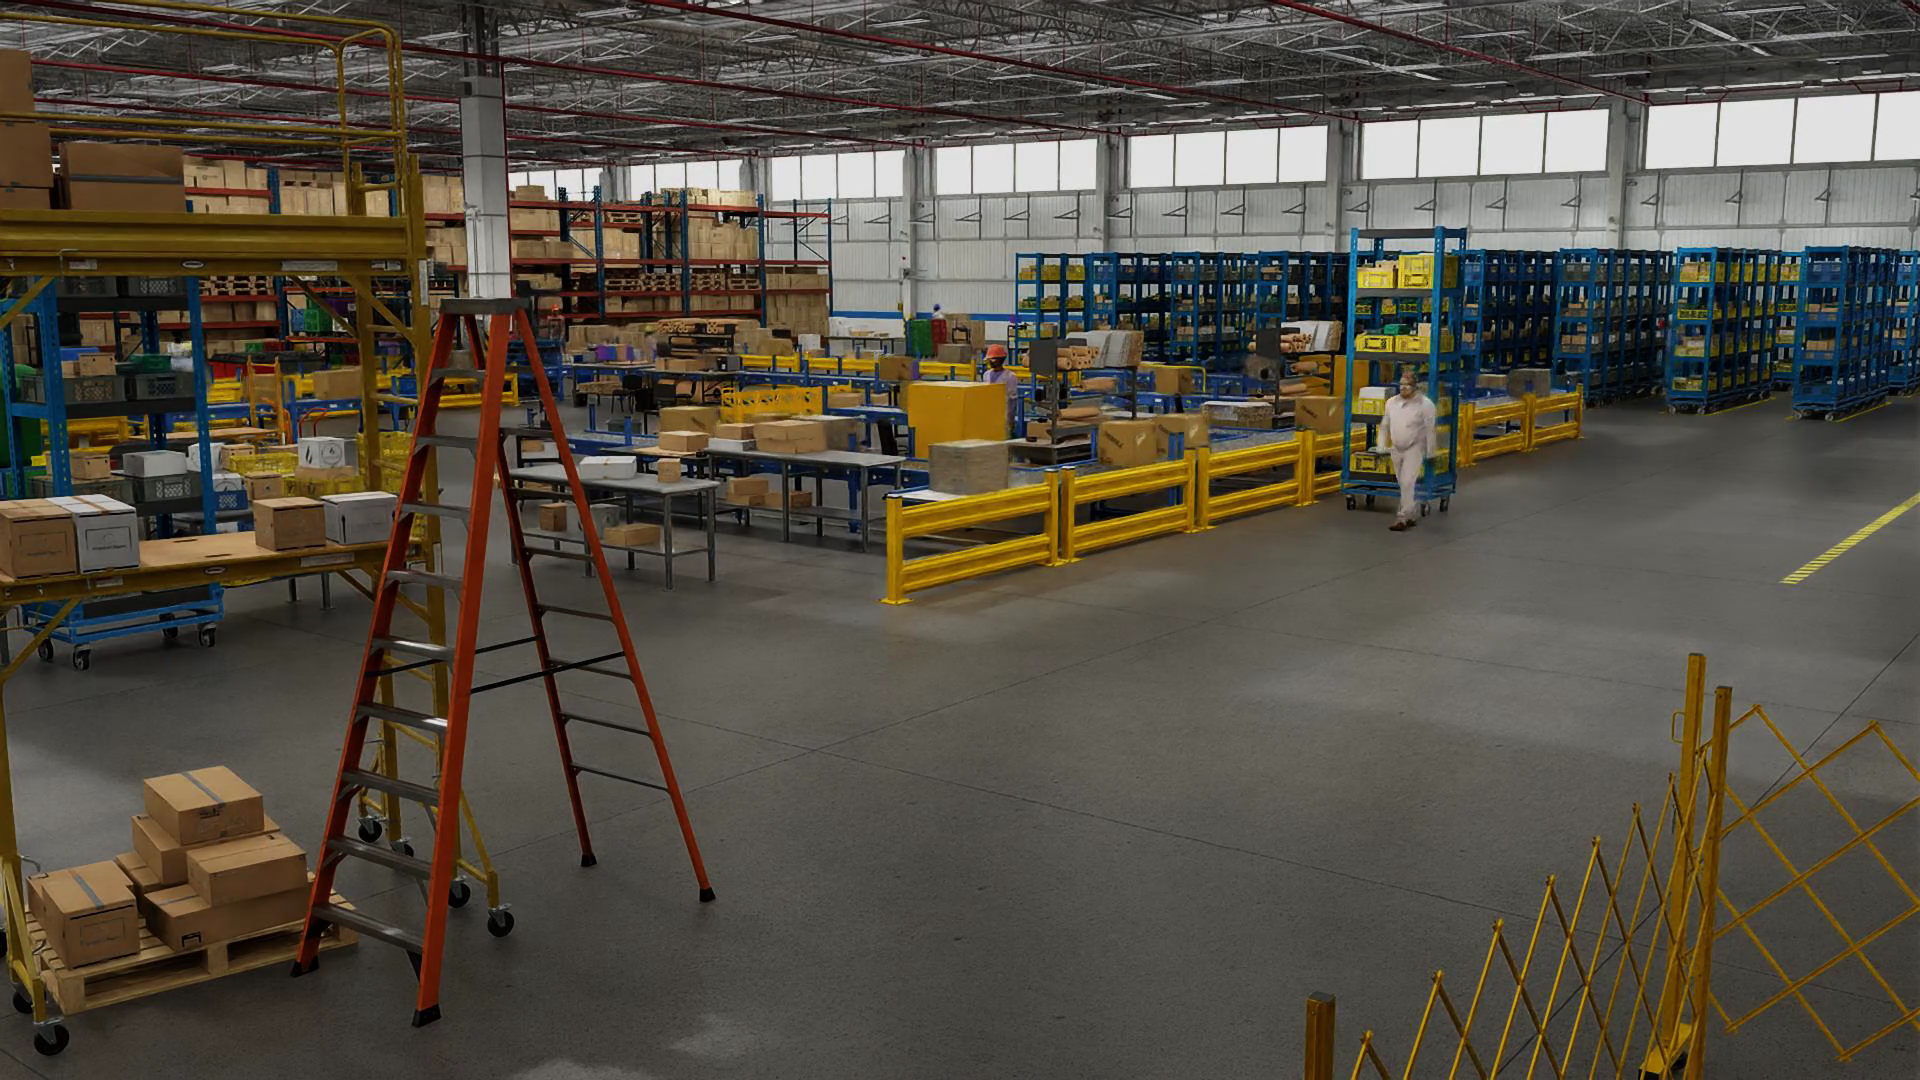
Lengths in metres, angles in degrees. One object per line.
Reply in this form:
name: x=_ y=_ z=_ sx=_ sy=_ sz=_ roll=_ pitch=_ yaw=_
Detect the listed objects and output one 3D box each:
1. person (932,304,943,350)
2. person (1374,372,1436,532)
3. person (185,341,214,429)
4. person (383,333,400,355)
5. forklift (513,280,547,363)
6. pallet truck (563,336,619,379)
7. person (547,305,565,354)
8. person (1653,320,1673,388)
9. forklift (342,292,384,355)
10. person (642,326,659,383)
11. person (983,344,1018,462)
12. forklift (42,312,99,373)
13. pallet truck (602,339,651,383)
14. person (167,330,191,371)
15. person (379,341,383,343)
person: x=-0.858 y=-7.728 z=61.262 sx=0.450 sy=1.918 sz=0.625 roll=6 pitch=11 yaw=32
person: x=5.217 y=-1.030 z=19.611 sx=0.937 sy=1.873 sz=0.641 roll=-8 pitch=12 yaw=-40
person: x=-13.696 y=-2.683 z=30.064 sx=0.619 sy=1.819 sz=0.497 roll=8 pitch=12 yaw=40
person: x=-14.395 y=-4.674 z=42.364 sx=0.944 sy=1.863 sz=0.613 roll=6 pitch=11 yaw=31
forklift: x=-14.058 y=-6.975 z=53.563 sx=1.873 sy=2.768 sz=1.129 roll=-1 pitch=9 yaw=-3
pallet truck: x=-10.690 y=-5.294 z=48.215 sx=1.601 sy=1.201 sz=0.680 roll=-5 pitch=10 yaw=-26
person: x=-13.577 y=-6.911 z=55.919 sx=0.608 sy=1.995 sz=0.377 roll=-2 pitch=9 yaw=-11
person: x=18.645 y=-4.920 z=44.077 sx=0.569 sy=1.812 sz=0.566 roll=8 pitch=12 yaw=42
forklift: x=-16.485 y=-5.622 z=45.120 sx=1.129 sy=2.768 sz=1.873 roll=7 pitch=11 yaw=37
person: x=-7.817 y=-4.486 z=41.588 sx=0.900 sy=1.719 sz=0.549 roll=4 pitch=10 yaw=26
person: x=0.518 y=-1.735 z=23.461 sx=0.615 sy=2.041 sz=0.385 roll=8 pitch=12 yaw=42
forklift: x=-23.779 y=-5.451 z=44.052 sx=1.873 sy=2.768 sz=1.129 roll=7 pitch=11 yaw=36
pallet truck: x=-8.991 y=-4.871 z=45.351 sx=0.653 sy=1.274 sz=1.630 roll=7 pitch=11 yaw=37
person: x=-18.587 y=-4.149 z=39.608 sx=0.535 sy=1.697 sz=0.322 roll=-2 pitch=9 yaw=-11
person: x=-17.671 y=-5.902 z=50.365 sx=0.517 sy=1.757 sz=0.337 roll=-8 pitch=12 yaw=-40
